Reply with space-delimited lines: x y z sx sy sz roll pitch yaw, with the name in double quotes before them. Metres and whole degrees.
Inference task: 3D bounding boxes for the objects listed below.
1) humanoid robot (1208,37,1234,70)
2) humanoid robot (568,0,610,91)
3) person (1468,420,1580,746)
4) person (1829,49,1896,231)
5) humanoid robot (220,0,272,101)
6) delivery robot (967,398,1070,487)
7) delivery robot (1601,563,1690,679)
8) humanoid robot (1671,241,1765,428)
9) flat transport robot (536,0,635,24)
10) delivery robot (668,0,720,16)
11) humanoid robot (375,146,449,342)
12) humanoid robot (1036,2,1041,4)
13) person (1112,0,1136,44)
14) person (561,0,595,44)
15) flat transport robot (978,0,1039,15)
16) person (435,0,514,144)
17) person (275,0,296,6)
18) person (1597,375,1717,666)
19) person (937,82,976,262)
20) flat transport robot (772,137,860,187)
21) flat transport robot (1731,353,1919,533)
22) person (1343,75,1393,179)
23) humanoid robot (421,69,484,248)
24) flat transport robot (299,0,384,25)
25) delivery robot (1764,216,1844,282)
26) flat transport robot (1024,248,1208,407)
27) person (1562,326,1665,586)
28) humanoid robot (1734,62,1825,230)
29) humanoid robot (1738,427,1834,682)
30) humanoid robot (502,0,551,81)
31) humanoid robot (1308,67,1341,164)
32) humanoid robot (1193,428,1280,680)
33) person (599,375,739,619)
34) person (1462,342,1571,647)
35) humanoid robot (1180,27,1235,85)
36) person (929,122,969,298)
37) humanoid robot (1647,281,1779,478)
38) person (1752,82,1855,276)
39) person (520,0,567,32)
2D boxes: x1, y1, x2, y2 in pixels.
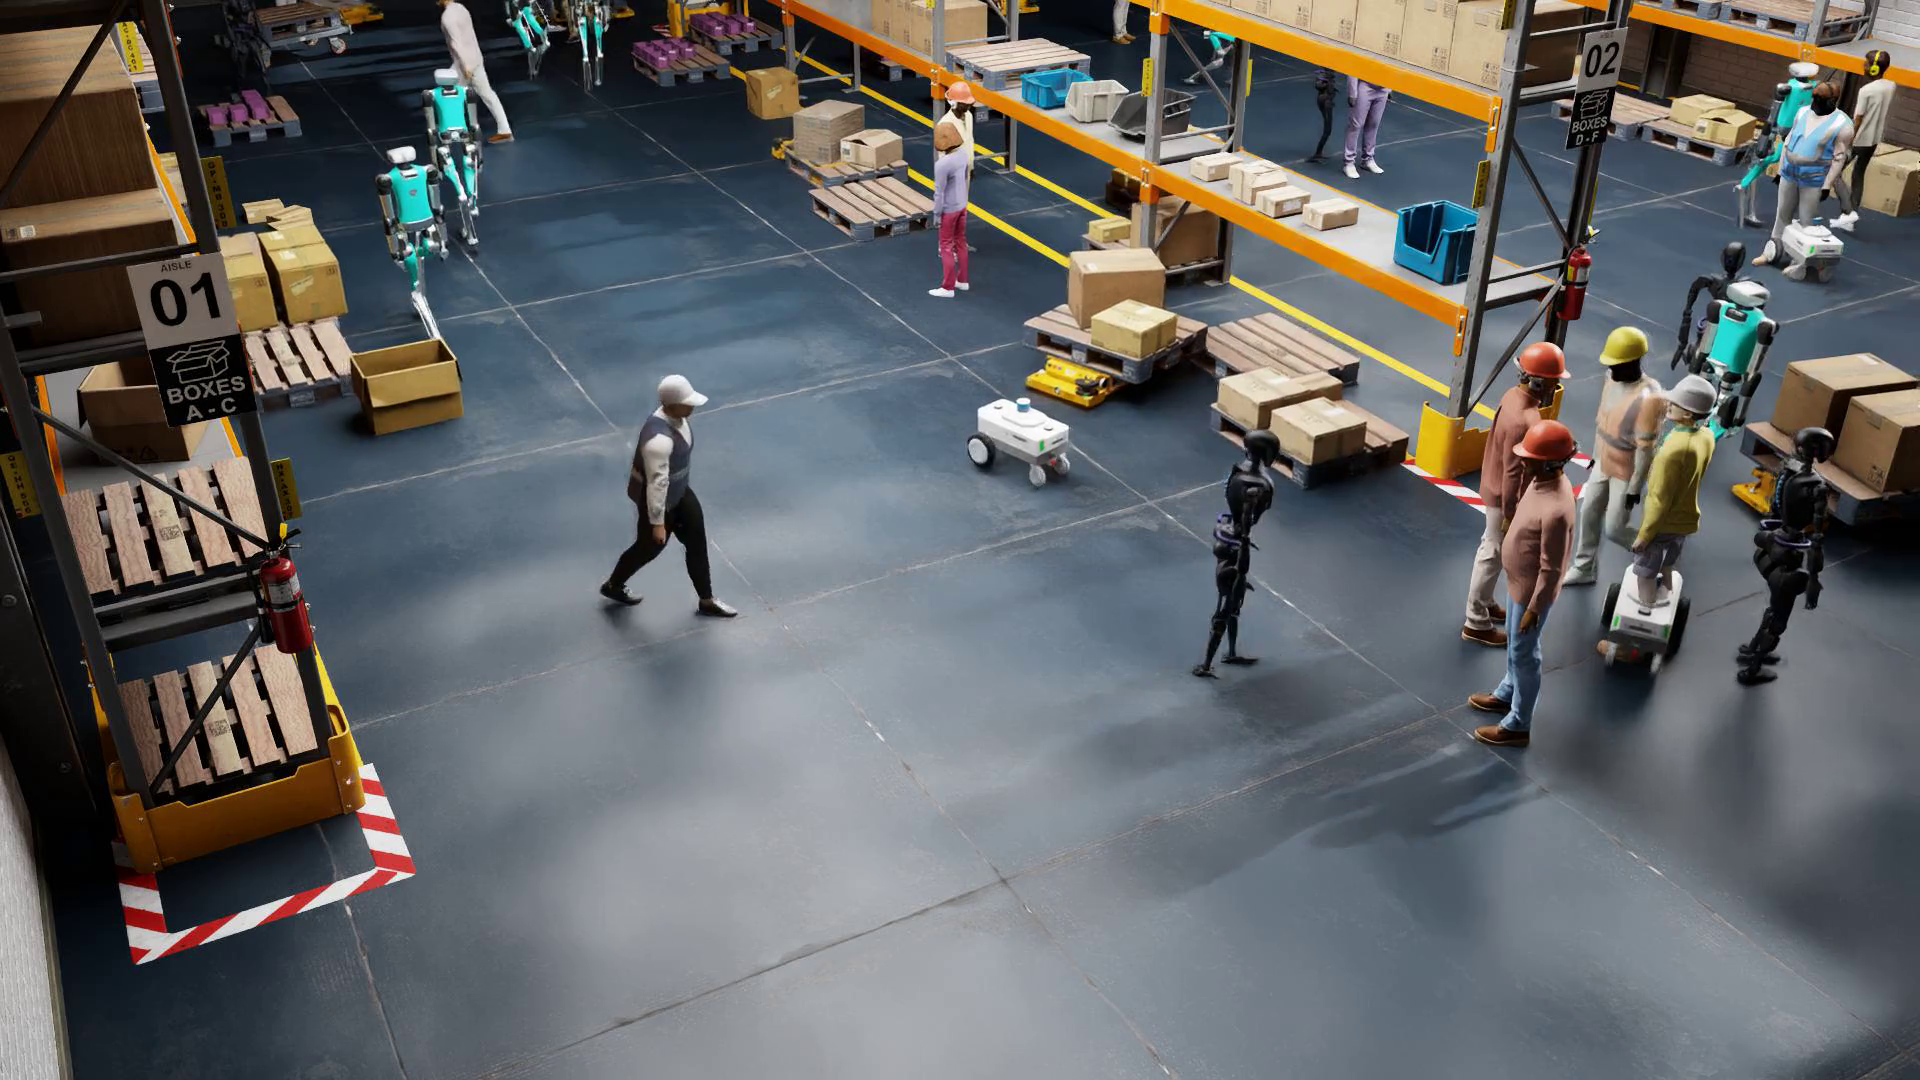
"humanoid robot" 3.685 -7.260 22.635 0.604 1.639 0.409 20 36 31
"humanoid robot" -4.816 -6.671 21.634 0.529 1.880 0.768 -3 30 -5
"person" 3.153 0.240 9.264 0.399 1.989 0.621 5 30 9
"person" 9.136 -4.039 16.865 0.568 1.847 0.403 -11 32 -19
"humanoid robot" -9.116 -6.373 21.117 0.704 1.636 0.589 13 32 21
"delivery robot" 0.465 -0.783 12.467 0.499 0.576 0.768 -26 39 -38
"delivery robot" 4.262 0.456 10.348 0.499 0.614 0.815 14 33 23
"humanoid robot" 5.725 -1.449 12.549 0.609 1.652 0.598 13 32 21
"flat transport robot" -5.792 -8.153 25.602 1.431 0.231 0.659 -12 32 -19
"delivery robot" -4.091 -8.273 25.541 0.812 0.611 0.499 -18 35 -29
"humanoid robot" -4.818 -2.628 14.569 0.542 1.781 1.033 -19 35 -29
"humanoid robot" 1.138 -9.355 26.267 0.315 1.657 0.599 -8 31 -14
"person" 2.387 -8.146 23.957 0.341 1.897 0.580 10 31 17
"person" -5.637 -8.084 24.022 0.605 1.717 0.563 11 32 18
"flat transport robot" 0.660 -8.555 26.303 0.659 0.231 1.431 -12 32 -19
"person" -5.839 -5.607 19.581 1.091 1.848 0.631 6 30 10
"person" -10.008 -8.482 24.598 0.430 1.843 0.624 7 31 11
"person" 4.231 -0.105 9.965 0.473 1.895 0.385 -23 37 -35
"person" -0.013 -3.584 16.168 0.353 1.744 0.564 15 33 24
"flat transport robot" -1.569 -4.335 18.956 0.659 0.231 1.431 -15 33 -24
"flat transport robot" 6.411 -0.346 12.013 1.431 0.231 0.659 -7 31 -13
"person" 4.564 -4.992 18.457 0.650 1.905 0.406 -16 34 -26
"humanoid robot" -4.894 -3.676 16.393 0.533 1.784 1.024 -14 33 -23
"flat transport robot" -9.565 -8.185 25.658 1.431 0.231 0.659 25 38 36
"delivery robot" 8.187 -2.844 16.049 0.499 0.570 0.742 -1 30 -1
"flat transport robot" 1.264 -1.509 14.036 0.659 0.231 1.431 24 37 35
"person" 4.271 -0.488 10.636 0.653 1.890 0.642 -6 30 -10
"humanoid robot" 8.223 -3.989 16.962 0.536 1.848 0.775 -8 31 -14
"humanoid robot" 4.930 0.096 9.819 0.413 1.646 0.598 -1 30 -2
"humanoid robot" -5.729 -6.963 22.148 0.694 1.879 0.536 20 35 31
"humanoid robot" 4.206 -5.124 18.914 0.335 1.644 0.610 7 31 11
"humanoid robot" 1.647 0.077 9.882 0.410 1.655 0.612 4 30 7
"person" -1.910 -0.279 10.461 0.898 1.700 0.749 7 31 12
"person" 3.382 -0.283 10.185 0.403 1.986 0.611 8 31 14
"humanoid robot" 3.456 -6.753 21.740 1.043 1.755 0.559 6 30 11
"person" -0.090 -3.042 15.338 0.298 1.626 0.501 18 34 28
"humanoid robot" 5.091 -0.899 11.484 0.713 1.749 0.531 -14 33 -23
"person" 8.031 -3.436 15.819 0.430 1.838 0.619 -16 33 -25
"person" -6.272 -8.384 24.469 0.678 1.806 0.526 -19 35 -30
